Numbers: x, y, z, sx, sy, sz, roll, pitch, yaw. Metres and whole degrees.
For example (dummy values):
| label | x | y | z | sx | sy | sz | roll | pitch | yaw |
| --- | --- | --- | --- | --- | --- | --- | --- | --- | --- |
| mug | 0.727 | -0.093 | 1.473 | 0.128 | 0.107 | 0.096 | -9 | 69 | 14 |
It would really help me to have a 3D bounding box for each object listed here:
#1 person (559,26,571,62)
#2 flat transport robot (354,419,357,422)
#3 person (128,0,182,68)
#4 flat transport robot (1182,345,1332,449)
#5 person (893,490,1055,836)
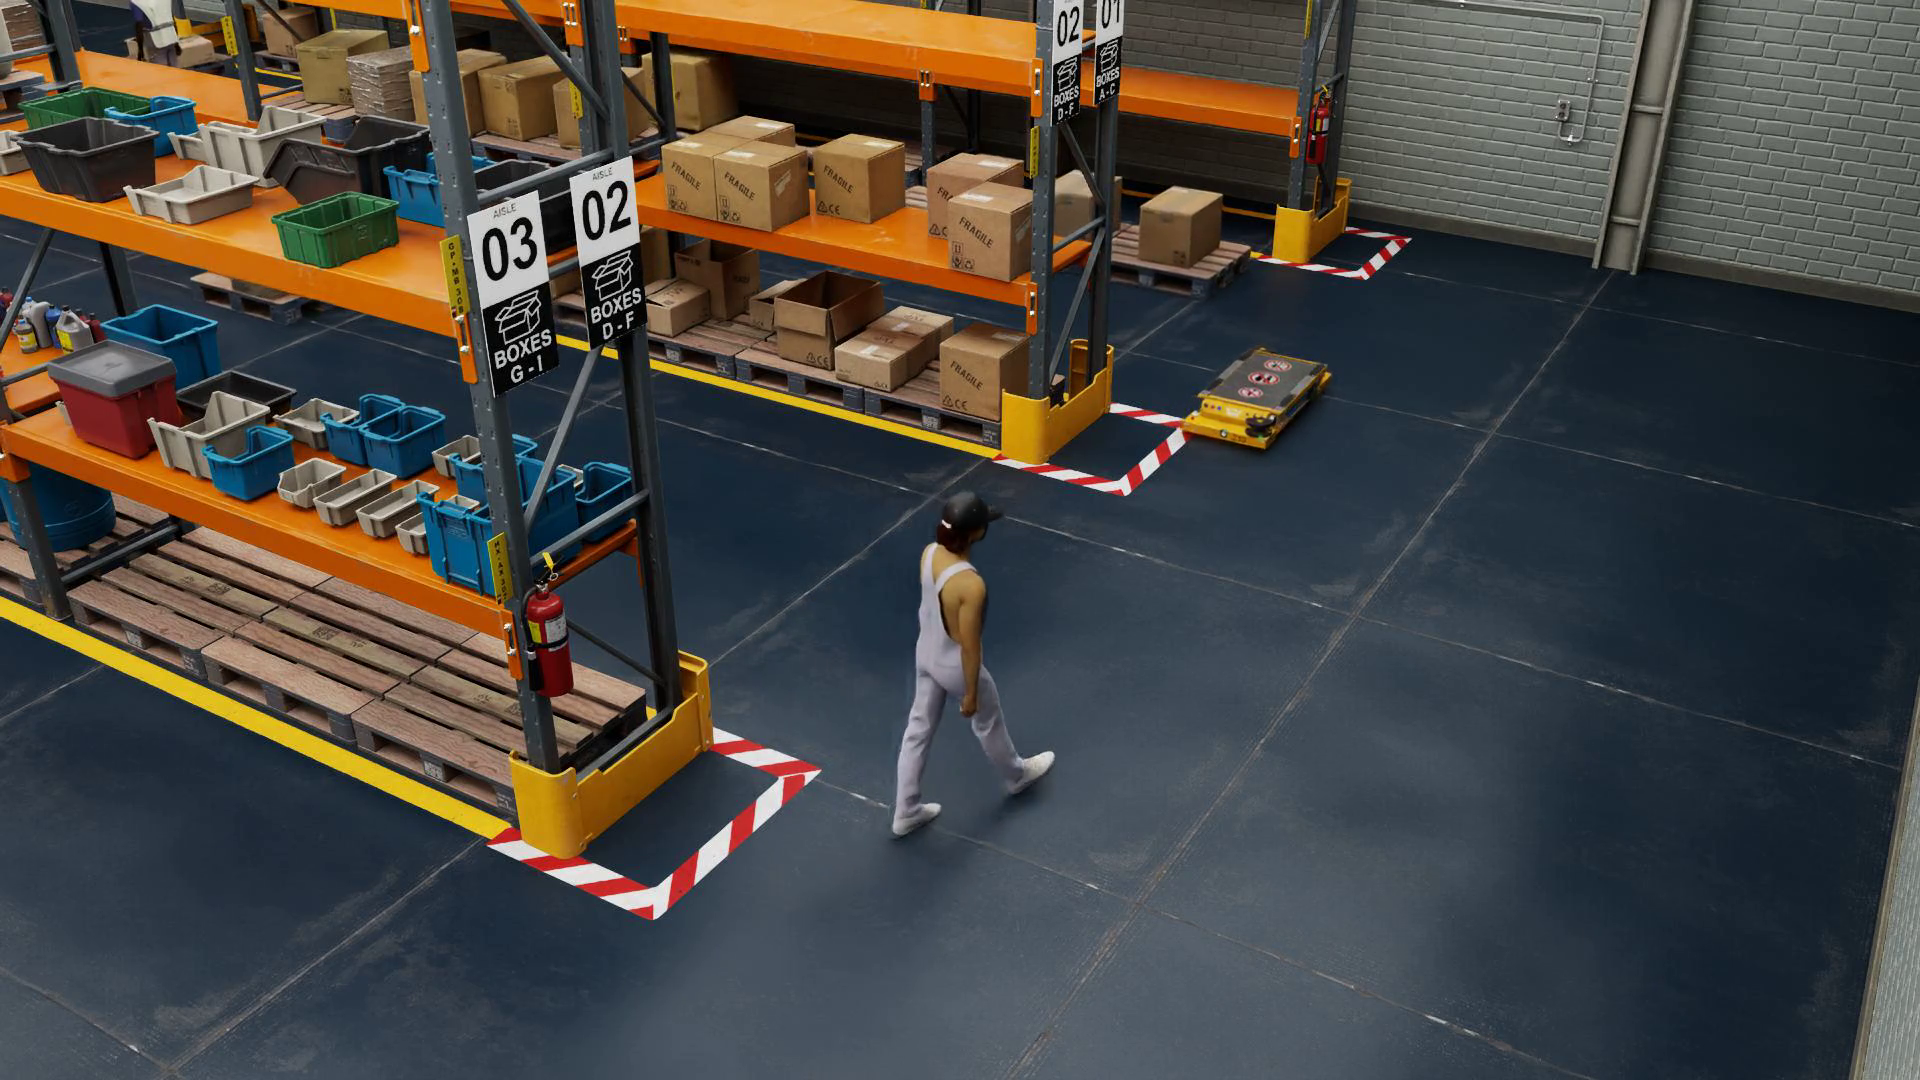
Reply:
| label | x | y | z | sx | sy | sz | roll | pitch | yaw |
| --- | --- | --- | --- | --- | --- | --- | --- | --- | --- |
| person | -3.938 | -4.468 | 17.189 | 0.532 | 1.694 | 0.320 | 11 | 31 | 19 |
| flat transport robot | -4.378 | -0.593 | 11.697 | 1.431 | 0.231 | 0.659 | 19 | 34 | 30 |
| person | -9.275 | -5.734 | 19.317 | 0.385 | 1.836 | 0.562 | 9 | 30 | 16 |
| flat transport robot | 2.271 | -1.095 | 12.598 | 0.659 | 0.231 | 1.431 | 16 | 33 | 26 |
| person | 0.027 | 0.555 | 8.046 | 0.962 | 1.813 | 0.528 | -22 | 36 | -34 |
